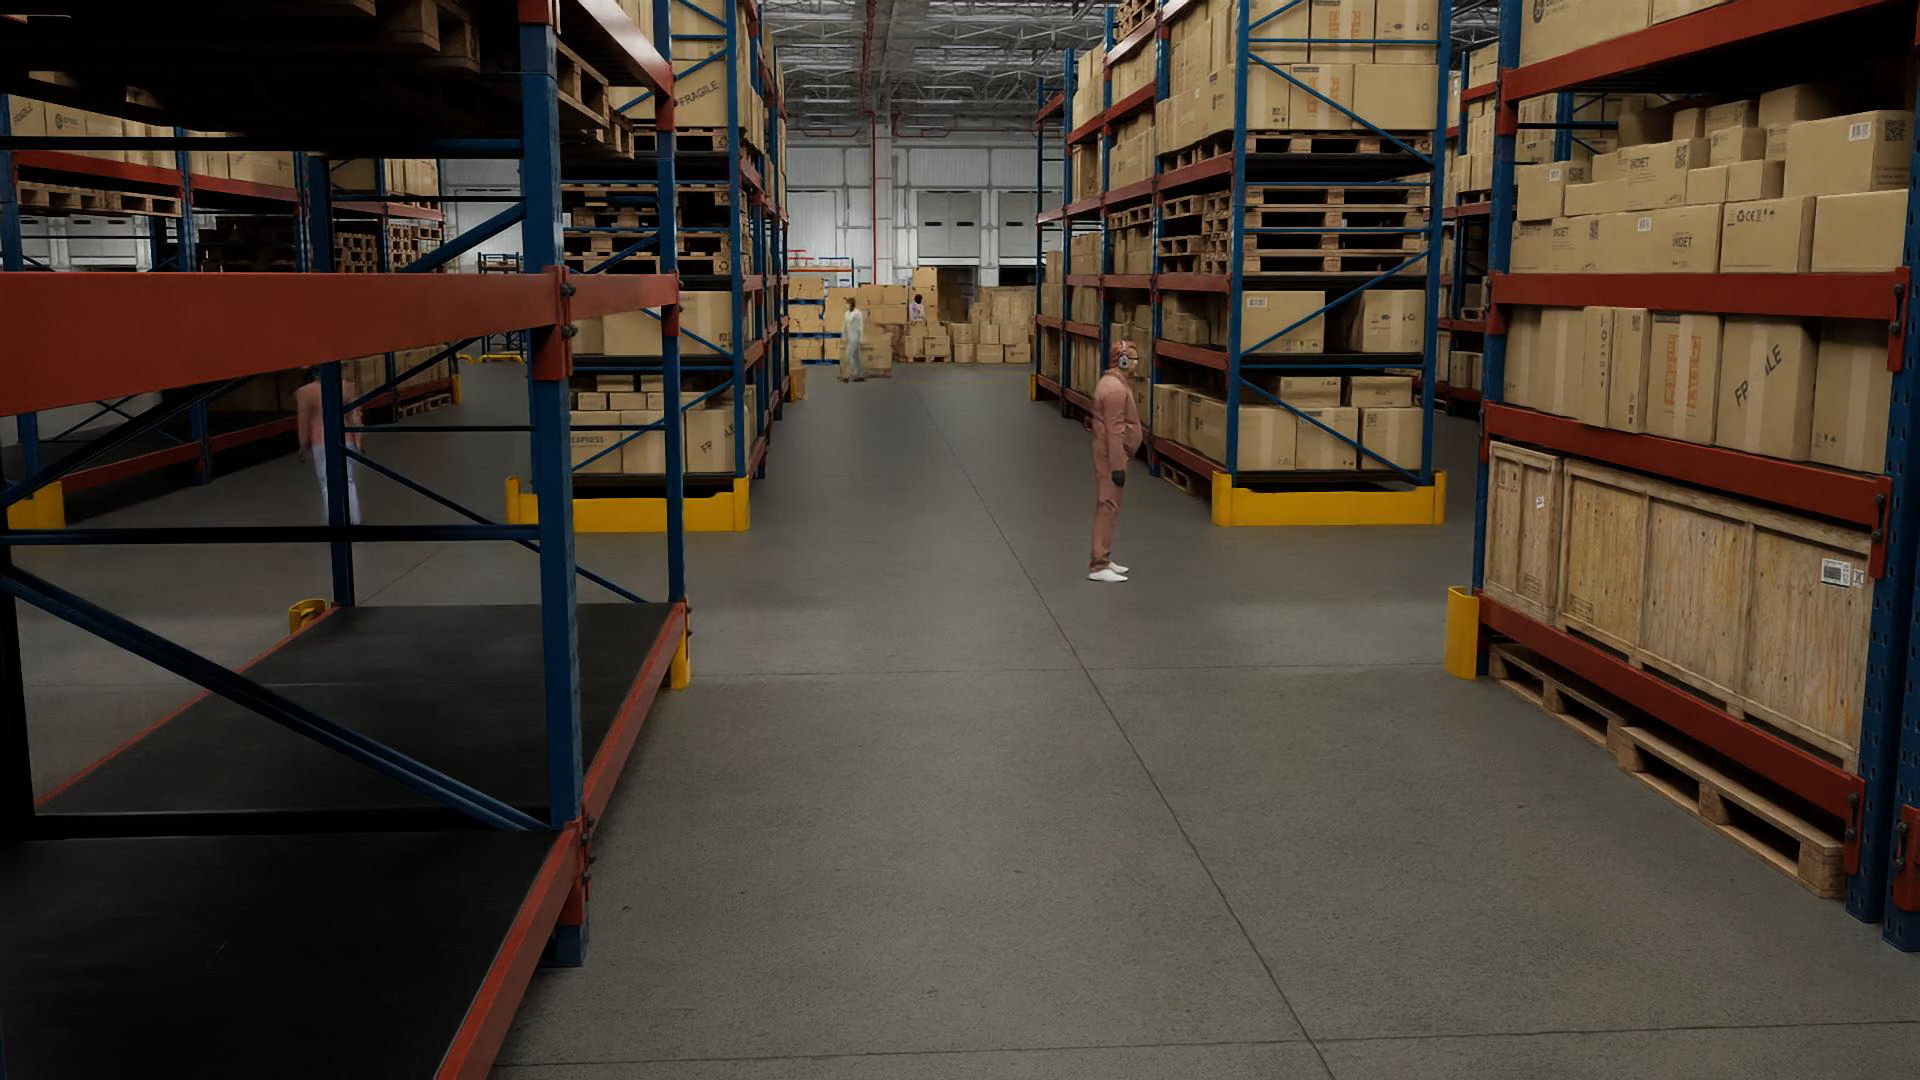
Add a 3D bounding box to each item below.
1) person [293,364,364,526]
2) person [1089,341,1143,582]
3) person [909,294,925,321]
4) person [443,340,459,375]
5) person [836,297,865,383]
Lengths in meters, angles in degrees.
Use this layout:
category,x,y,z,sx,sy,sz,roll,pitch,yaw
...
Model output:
category,x,y,z,sx,sy,sz,roll,pitch,yaw
person,-5.753,-0.860,15.156,0.585,1.721,0.391,-5,11,-31
person,1.240,-0.624,13.167,0.405,1.895,0.662,1,9,5
person,-1.274,-6.522,50.356,0.429,1.838,0.621,5,10,29
person,-12.411,-4.970,40.241,0.609,1.958,0.375,3,9,16
person,-2.496,-4.463,37.231,0.910,1.903,0.655,-5,10,-27
